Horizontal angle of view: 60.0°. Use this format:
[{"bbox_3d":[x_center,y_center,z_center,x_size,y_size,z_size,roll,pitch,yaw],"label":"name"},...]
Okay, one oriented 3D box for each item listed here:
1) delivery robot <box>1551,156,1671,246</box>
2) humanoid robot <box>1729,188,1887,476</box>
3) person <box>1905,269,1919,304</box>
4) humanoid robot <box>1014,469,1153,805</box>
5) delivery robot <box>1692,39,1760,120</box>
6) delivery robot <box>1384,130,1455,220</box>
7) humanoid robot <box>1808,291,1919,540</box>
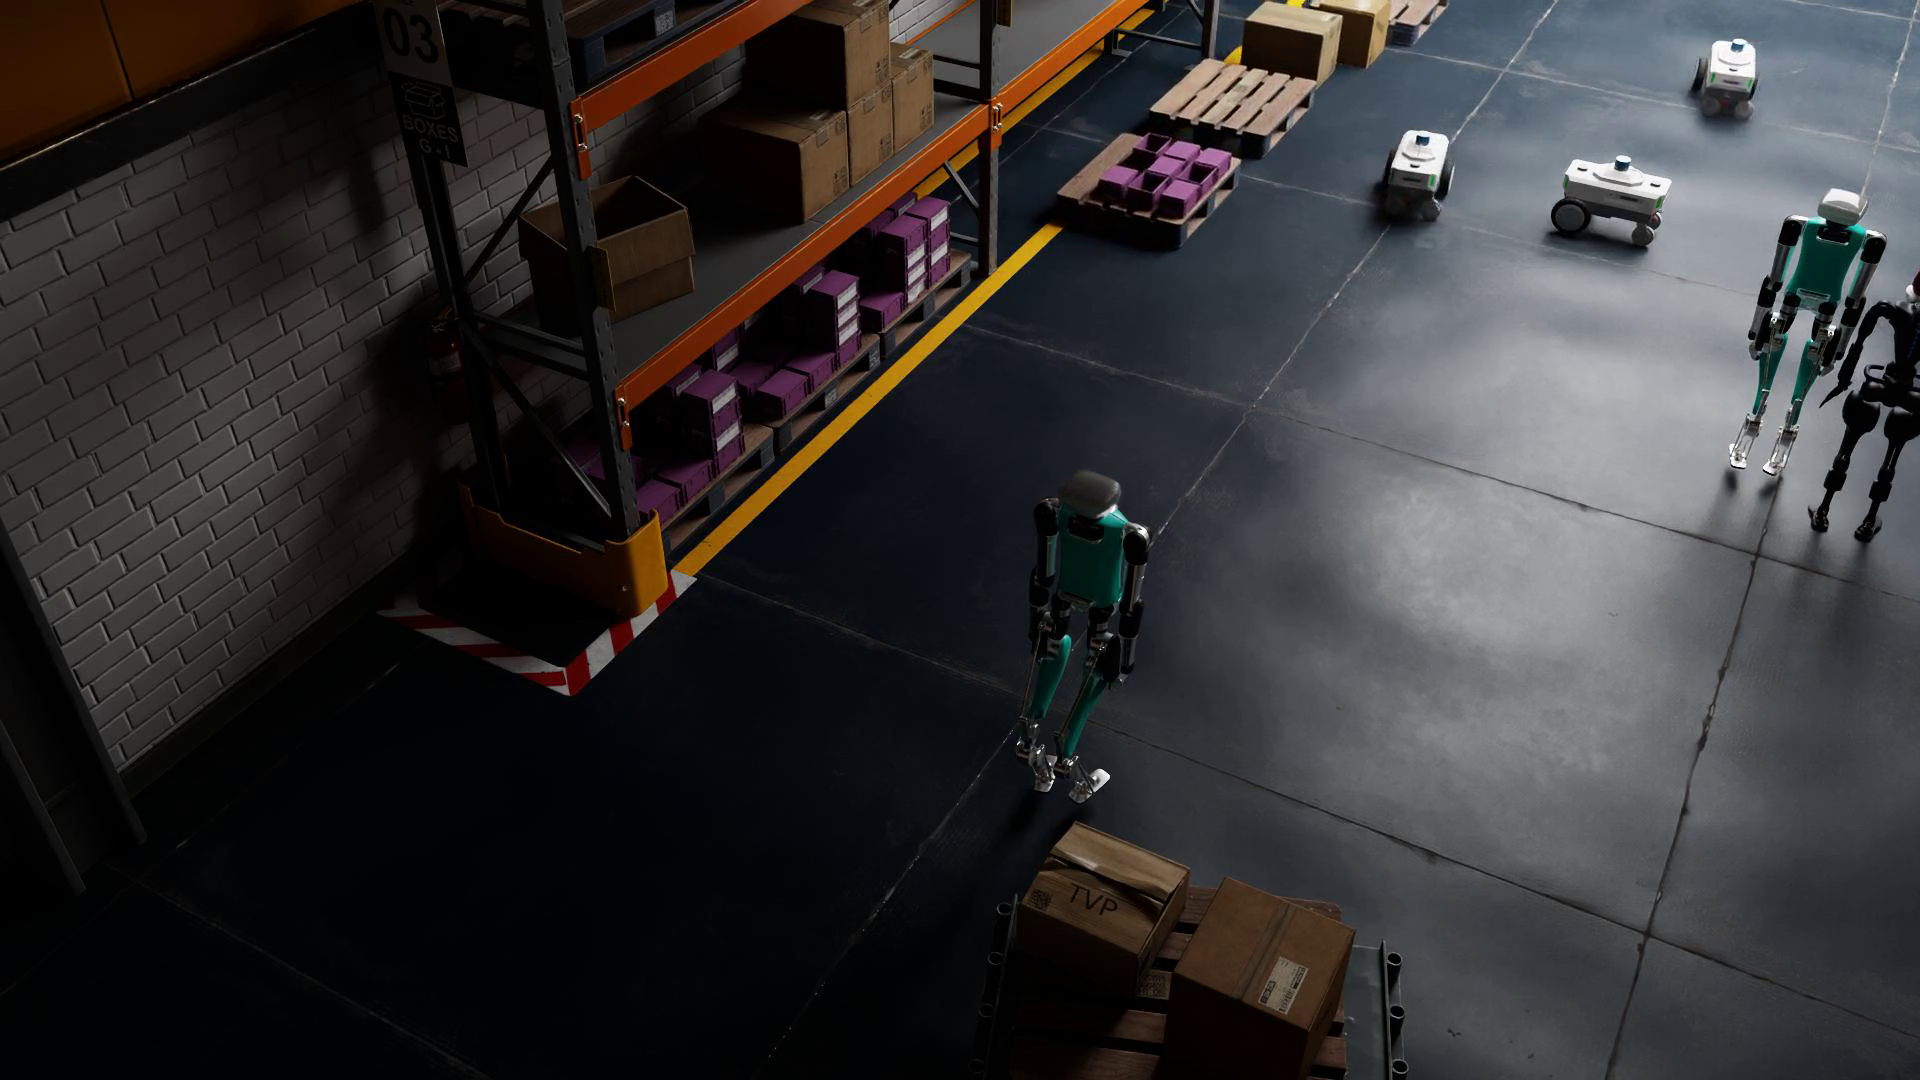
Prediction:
[{"bbox_3d":[4.761,-2.516,12.113,0.739,0.566,0.499,19,42,22],"label":"delivery robot"},{"bbox_3d":[4.651,-1.066,9.270,0.533,1.677,0.735,19,42,22],"label":"humanoid robot"},{"bbox_3d":[6.701,-2.273,10.967,0.499,1.633,0.285,19,42,22],"label":"person"},{"bbox_3d":[0.449,0.538,7.265,0.533,1.677,0.735,19,42,22],"label":"humanoid robot"},{"bbox_3d":[6.401,-3.866,13.828,0.511,0.601,0.772,14,41,16],"label":"delivery robot"},{"bbox_3d":[3.439,-2.780,12.471,0.511,0.601,0.772,14,41,16],"label":"delivery robot"},{"bbox_3d":[5.040,-0.766,9.039,0.599,1.657,0.315,19,42,22],"label":"humanoid robot"}]
